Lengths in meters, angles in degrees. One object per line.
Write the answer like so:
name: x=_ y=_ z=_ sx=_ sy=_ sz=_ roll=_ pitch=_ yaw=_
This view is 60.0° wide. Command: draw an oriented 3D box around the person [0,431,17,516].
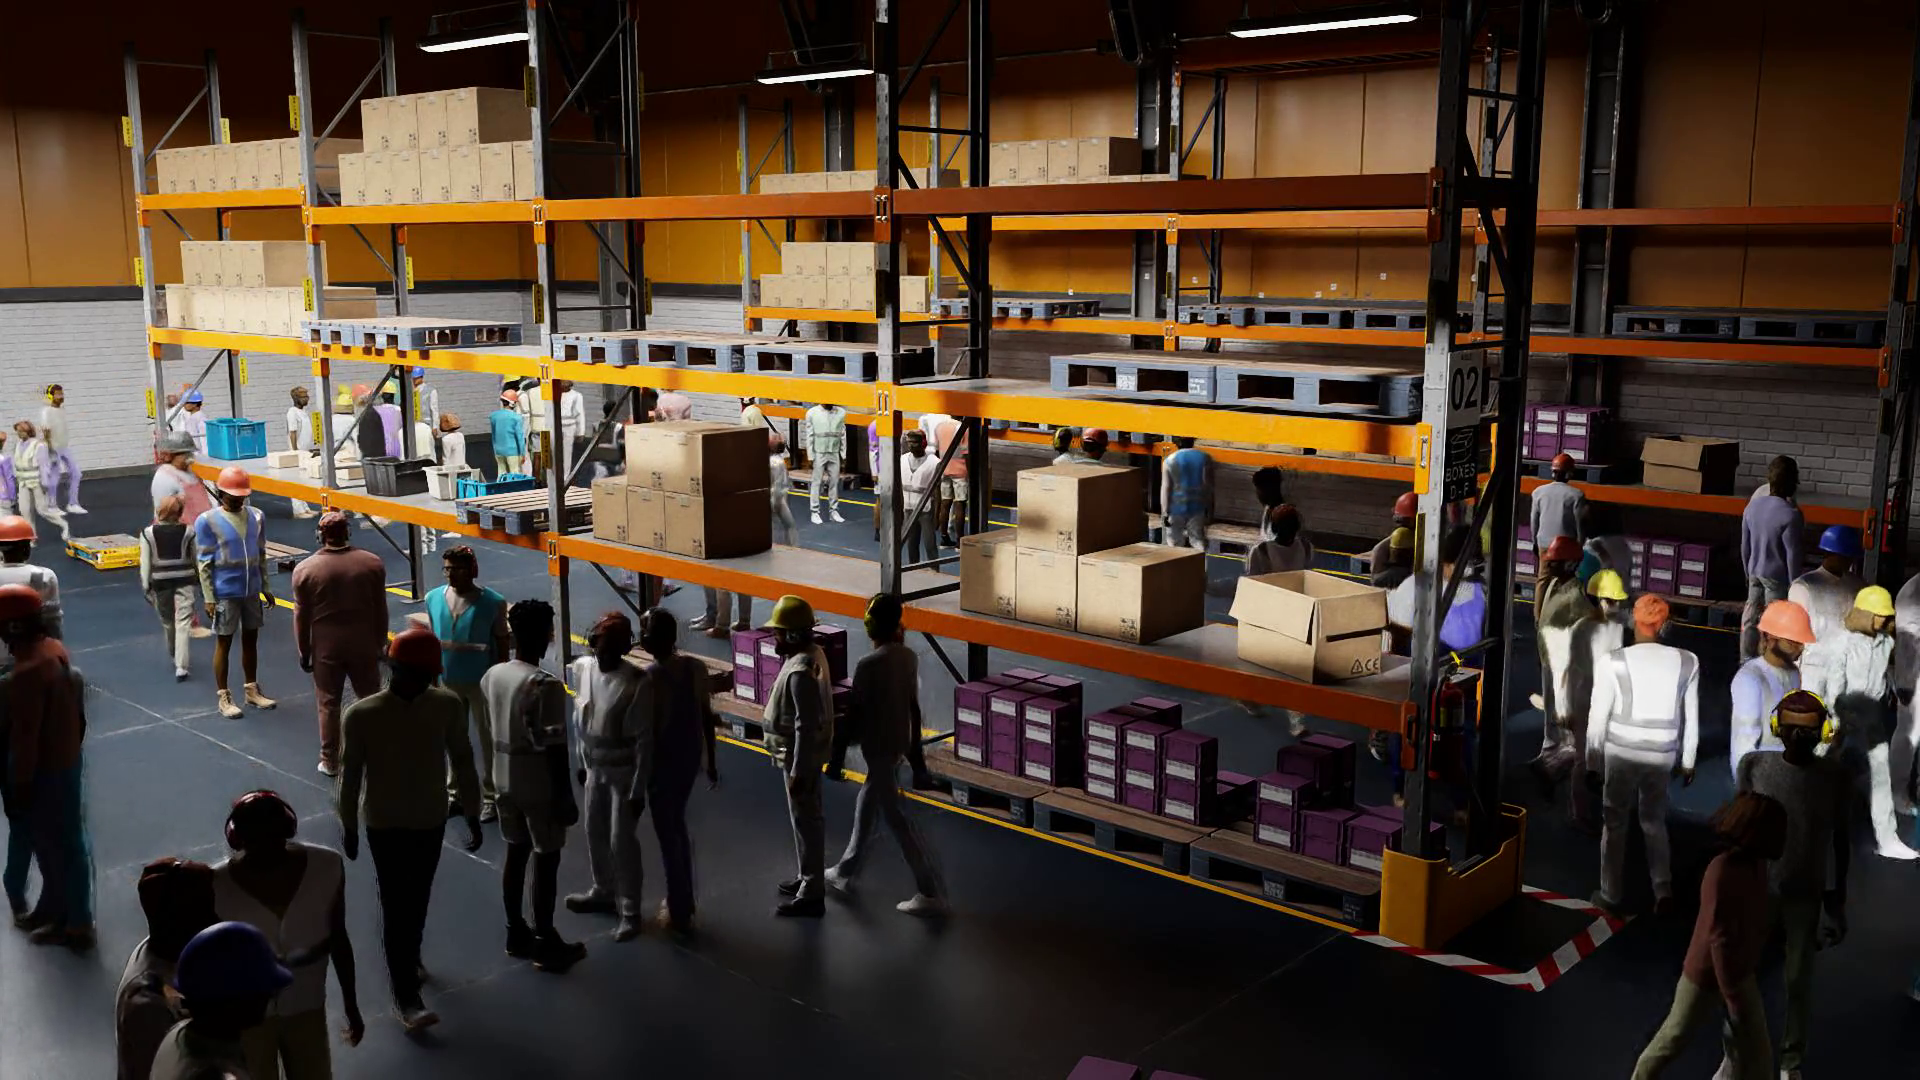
person: x=-11.336 y=-0.484 z=19.593 sx=0.525 sy=1.631 sz=0.313 roll=3 pitch=11 yaw=19

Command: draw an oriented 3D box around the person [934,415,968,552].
person: x=-0.051 y=-0.838 z=20.637 sx=0.614 sy=1.964 sz=0.361 roll=10 pitch=14 yaw=44

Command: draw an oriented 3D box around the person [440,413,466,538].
person: x=-6.582 y=-0.842 z=21.632 sx=0.279 sy=1.626 sz=0.509 roll=2 pitch=10 yaw=10

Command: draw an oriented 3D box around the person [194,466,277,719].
person: x=-5.807 y=0.409 z=13.403 sx=0.392 sy=2.033 sz=0.605 roll=6 pitch=12 yaw=32

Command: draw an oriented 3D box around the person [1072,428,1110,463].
person: x=1.315 y=-0.120 z=16.413 sx=0.610 sy=2.032 sz=0.405 roll=9 pitch=14 yaw=43

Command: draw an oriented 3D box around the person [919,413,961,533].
person: x=-0.254 y=-1.023 z=21.954 sx=0.579 sy=1.878 sz=0.352 roll=1 pitch=10 yaw=8

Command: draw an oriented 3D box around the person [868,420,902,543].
person: x=-0.910 y=-0.919 z=21.220 sx=0.393 sy=1.927 sz=0.549 roll=9 pitch=13 yaw=40

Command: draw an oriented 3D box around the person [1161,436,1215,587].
person: x=2.496 y=-0.346 z=18.272 sx=0.626 sy=1.814 sz=0.753 roll=-2 pitch=10 yaw=-11

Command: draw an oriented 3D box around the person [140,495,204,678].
person: x=-6.944 y=0.397 z=14.720 sx=0.523 sy=1.585 sz=0.890 roll=-3 pitch=10 yaw=-15

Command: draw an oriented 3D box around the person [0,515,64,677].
person: x=-6.481 y=0.792 z=11.514 sx=0.549 sy=1.932 sz=0.375 roll=-2 pitch=10 yaw=-13

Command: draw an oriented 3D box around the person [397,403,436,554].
person: x=-6.671 y=-0.774 z=20.419 sx=0.395 sy=1.917 sz=0.590 roll=2 pitch=10 yaw=12

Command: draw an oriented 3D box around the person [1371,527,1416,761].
person: x=3.237 y=0.768 z=12.225 sx=0.489 sy=1.737 sz=0.322 roll=1 pitch=10 yaw=7

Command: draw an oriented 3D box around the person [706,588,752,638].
person: x=-2.252 y=0.031 z=16.094 sx=0.429 sy=1.840 sz=0.621 roll=9 pitch=13 yaw=41

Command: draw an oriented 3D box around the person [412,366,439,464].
person: x=-8.470 y=-1.790 z=26.107 sx=0.605 sy=1.939 sz=0.416 roll=2 pitch=10 yaw=12

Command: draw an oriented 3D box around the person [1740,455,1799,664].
person: x=7.230 y=0.204 z=14.825 sx=0.378 sy=1.940 sz=0.629 roll=0 pitch=10 yaw=0

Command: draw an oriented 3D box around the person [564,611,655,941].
person: x=-1.932 y=1.263 z=9.111 sx=0.764 sy=1.844 sz=0.367 roll=8 pitch=13 yaw=38

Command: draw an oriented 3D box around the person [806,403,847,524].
person: x=-1.826 y=-1.176 z=22.722 sx=0.591 sy=1.910 sz=0.389 roll=-5 pitch=11 yaw=-28

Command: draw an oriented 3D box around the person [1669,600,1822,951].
person: x=4.324 y=1.241 z=9.050 sx=0.552 sy=1.912 sz=0.784 roll=-7 pitch=12 yaw=-34

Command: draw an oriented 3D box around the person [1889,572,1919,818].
person: x=6.480 y=0.897 z=11.042 sx=0.636 sy=1.900 sz=0.400 roll=-4 pitch=11 yaw=-23

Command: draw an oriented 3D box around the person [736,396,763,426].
person: x=-3.069 y=-1.368 z=24.267 sx=0.359 sy=1.743 sz=0.566 roll=3 pitch=10 yaw=16

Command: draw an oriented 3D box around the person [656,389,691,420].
person: x=-4.169 y=-1.405 z=23.922 sx=0.637 sy=1.938 sz=0.357 roll=-6 pitch=12 yaw=-31

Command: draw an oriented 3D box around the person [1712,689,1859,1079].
person: x=3.631 y=1.564 z=7.330 sx=0.517 sy=1.874 sz=0.328 roll=5 pitch=11 yaw=27

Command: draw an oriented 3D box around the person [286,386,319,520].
person: x=-9.150 y=-1.211 z=23.089 sx=0.327 sy=1.843 sz=0.516 roll=-1 pitch=10 yaw=-4

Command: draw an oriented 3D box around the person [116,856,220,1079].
person: x=-2.483 y=1.915 z=5.336 sx=0.371 sy=1.878 sz=0.588 roll=-3 pitch=11 yaw=-17

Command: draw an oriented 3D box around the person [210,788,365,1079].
person: x=-2.608 y=1.773 z=6.289 sx=0.603 sy=1.816 sz=0.565 roll=-9 pitch=13 yaw=-40

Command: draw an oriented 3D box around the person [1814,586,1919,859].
person: x=5.597 y=1.123 z=10.301 sx=0.490 sy=1.697 sz=0.863 roll=-3 pitch=10 yaw=-15

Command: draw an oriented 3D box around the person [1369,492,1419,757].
person: x=3.301 y=0.619 z=12.357 sx=0.618 sy=1.986 sz=0.408 roll=-6 pitch=12 yaw=-30

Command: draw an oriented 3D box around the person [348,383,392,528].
person: x=-7.887 y=-1.116 z=22.233 sx=0.500 sy=1.967 sz=0.631 roll=-2 pitch=10 yaw=-14

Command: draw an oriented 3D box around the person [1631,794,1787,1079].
person: x=3.144 y=1.805 z=6.782 sx=0.519 sy=1.577 sz=0.891 roll=-7 pitch=12 yaw=-36

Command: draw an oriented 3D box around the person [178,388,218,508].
person: x=-9.877 y=-1.000 z=21.602 sx=0.393 sy=1.949 sz=0.602 roll=-8 pitch=13 yaw=-38

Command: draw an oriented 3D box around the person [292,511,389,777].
person: x=-4.429 y=0.740 z=11.931 sx=0.642 sy=1.901 sz=0.397 roll=-5 pitch=11 yaw=-26

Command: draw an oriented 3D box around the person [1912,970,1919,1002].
person: x=4.985 y=1.451 z=7.936 sx=0.603 sy=1.884 sz=0.799 roll=-5 pitch=11 yaw=-25
